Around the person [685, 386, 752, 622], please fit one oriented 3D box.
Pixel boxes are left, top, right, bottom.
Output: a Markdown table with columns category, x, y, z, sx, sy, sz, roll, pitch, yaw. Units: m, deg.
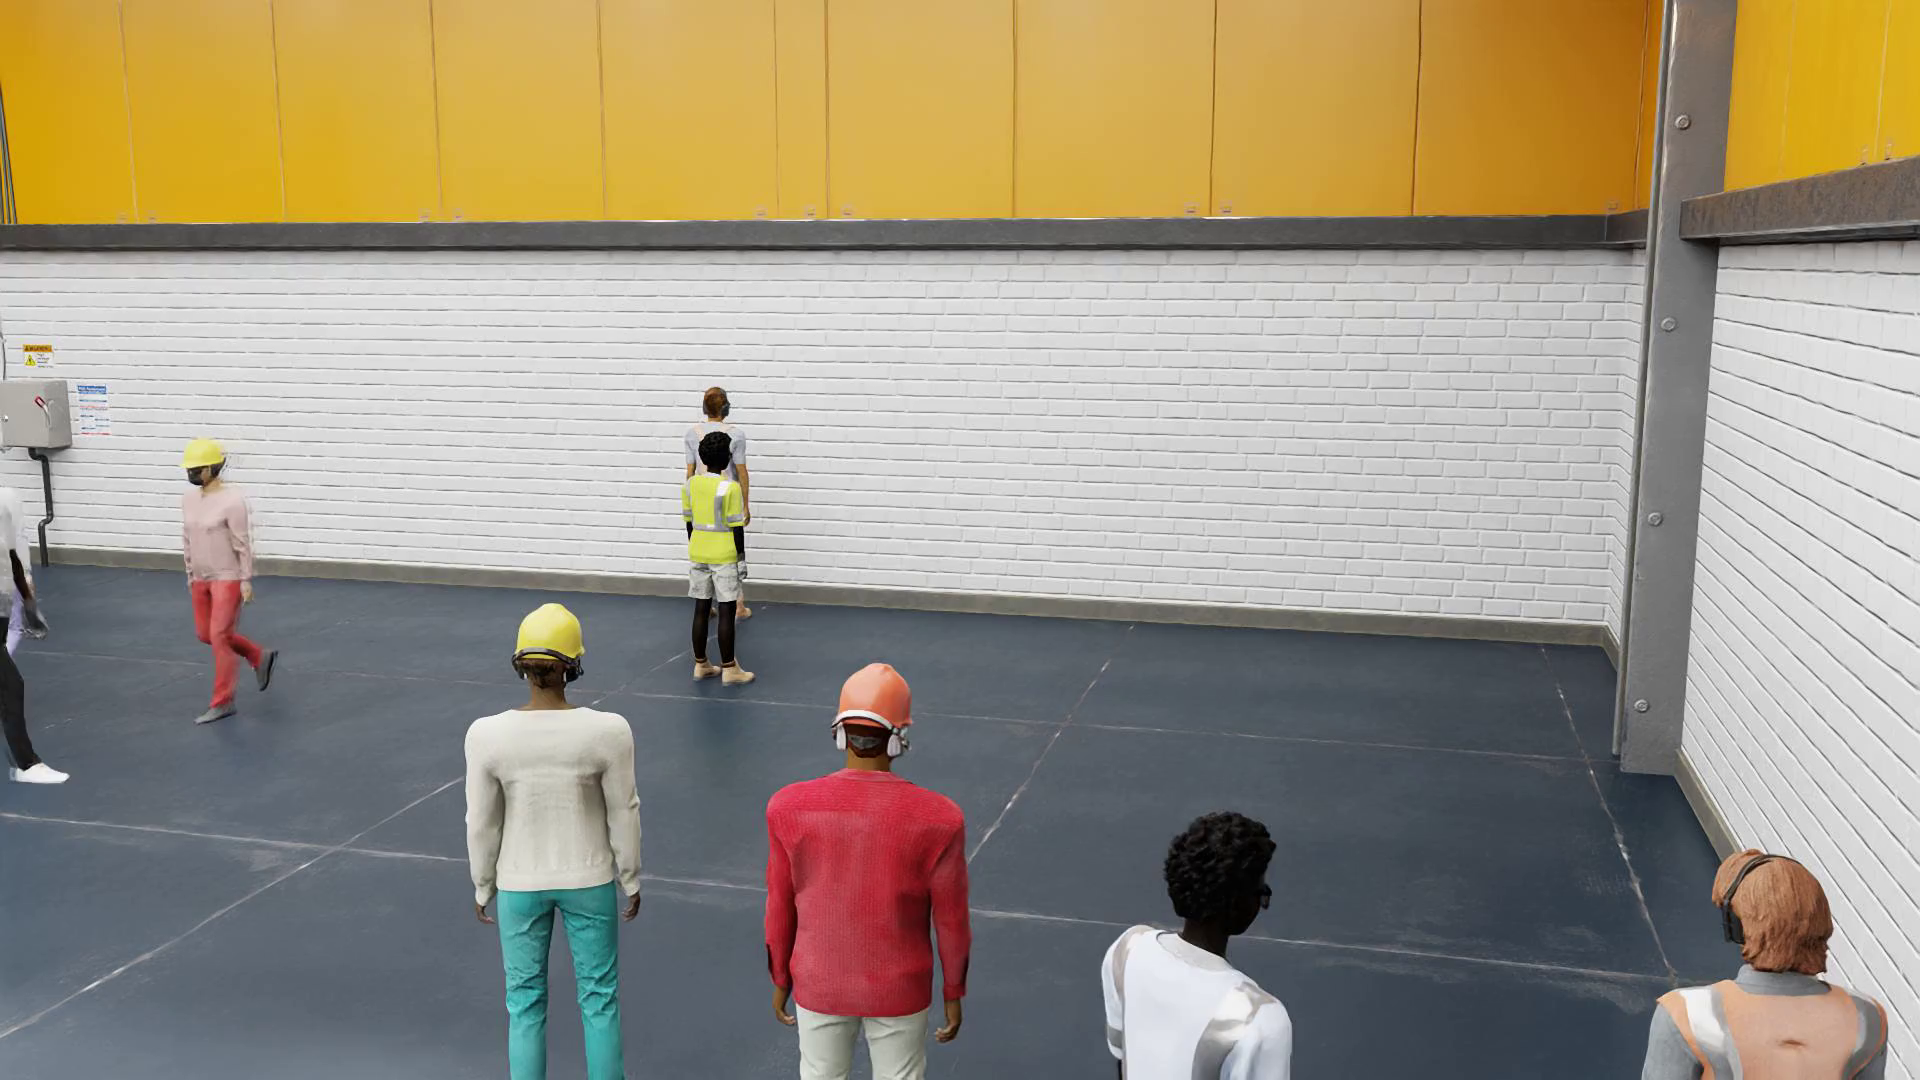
| category | x | y | z | sx | sy | sz | roll | pitch | yaw |
| --- | --- | --- | --- | --- | --- | --- | --- | --- | --- |
| person | -1.877 | -0.272 | 12.948 | 0.507 | 1.846 | 0.345 | 2 | 10 | 11 |

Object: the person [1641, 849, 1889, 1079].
| category | x | y | z | sx | sy | sz | roll | pitch | yaw |
| --- | --- | --- | --- | --- | --- | --- | --- | --- | --- |
| person | 1.642 | 1.447 | 3.465 | 0.525 | 1.632 | 0.317 | -1 | 10 | -6 |

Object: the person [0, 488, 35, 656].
| category | x | y | z | sx | sy | sz | roll | pitch | yaw |
| --- | --- | --- | --- | --- | --- | --- | --- | --- | --- |
| person | -6.018 | 0.237 | 10.215 | 0.535 | 1.749 | 0.622 | -2 | 10 | -13 |

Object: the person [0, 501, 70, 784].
| category | x | y | z | sx | sy | sz | roll | pitch | yaw |
| --- | --- | --- | --- | --- | --- | --- | --- | --- | --- |
| person | -5.315 | 0.408 | 8.998 | 0.903 | 1.836 | 0.517 | 1 | 10 | 5 |

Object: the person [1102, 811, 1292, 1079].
| category | x | y | z | sx | sy | sz | roll | pitch | yaw |
| --- | --- | --- | --- | --- | --- | --- | --- | --- | --- |
| person | 0.503 | 1.402 | 3.564 | 0.320 | 1.688 | 0.539 | -7 | 12 | -34 |

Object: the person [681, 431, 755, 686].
| category | x | y | z | sx | sy | sz | roll | pitch | yaw |
| --- | --- | --- | --- | --- | --- | --- | --- | --- | --- |
| person | -1.615 | 0.123 | 11.064 | 0.537 | 1.696 | 0.317 | 7 | 12 | 36 |

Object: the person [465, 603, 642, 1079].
| category | x | y | z | sx | sy | sz | roll | pitch | yaw |
| --- | --- | --- | --- | --- | --- | --- | --- | --- | --- |
| person | -1.271 | 1.075 | 5.252 | 0.531 | 1.767 | 0.328 | -1 | 10 | -8 |

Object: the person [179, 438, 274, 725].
| category | x | y | z | sx | sy | sz | roll | pitch | yaw |
| --- | --- | --- | --- | --- | --- | --- | --- | --- | --- |
| person | -4.559 | 0.224 | 10.336 | 0.530 | 1.750 | 0.668 | 5 | 11 | 25 |

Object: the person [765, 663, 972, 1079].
| category | x | y | z | sx | sy | sz | roll | pitch | yaw |
| --- | --- | --- | --- | --- | --- | --- | --- | --- | --- |
| person | -0.251 | 1.199 | 4.608 | 0.576 | 1.737 | 0.355 | 1 | 10 | 4 |
